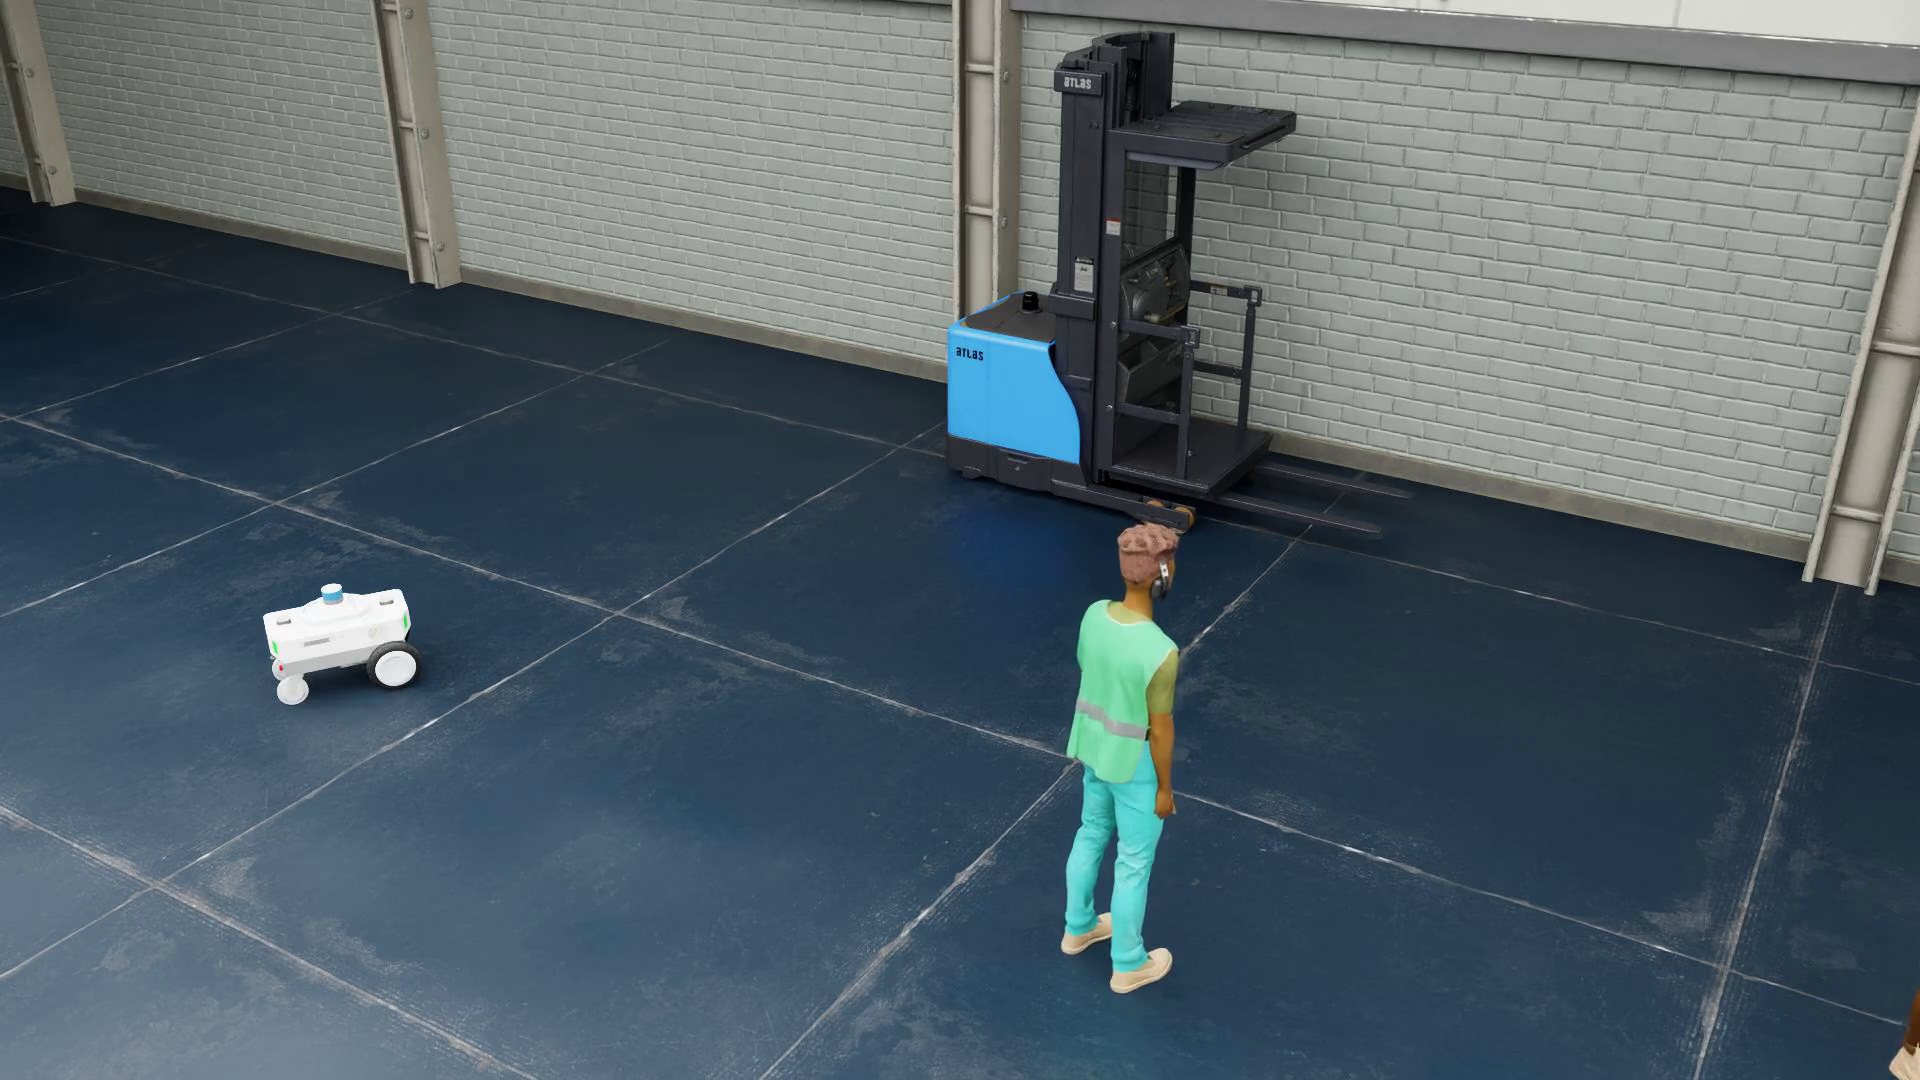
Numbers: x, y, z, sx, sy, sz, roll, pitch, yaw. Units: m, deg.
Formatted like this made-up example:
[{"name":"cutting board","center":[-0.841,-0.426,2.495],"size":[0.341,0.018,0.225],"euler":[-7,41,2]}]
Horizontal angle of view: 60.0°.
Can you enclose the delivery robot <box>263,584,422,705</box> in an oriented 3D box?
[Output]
[{"name":"delivery robot","center":[-3.264,0.517,8.836],"size":[0.774,0.599,0.499],"euler":[-12,28,-23]}]

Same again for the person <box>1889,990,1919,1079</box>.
[{"name":"person","center":[3.654,1.304,5.780],"size":[0.574,1.729,0.508],"euler":[-13,28,-25]}]

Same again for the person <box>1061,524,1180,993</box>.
[{"name":"person","center":[0.630,0.856,6.467],"size":[0.389,1.971,0.479],"euler":[-17,30,-32]}]

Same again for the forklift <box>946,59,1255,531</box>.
[{"name":"forklift","center":[0.933,-1.707,10.833],"size":[1.873,2.768,1.129],"euler":[15,29,28]}]
